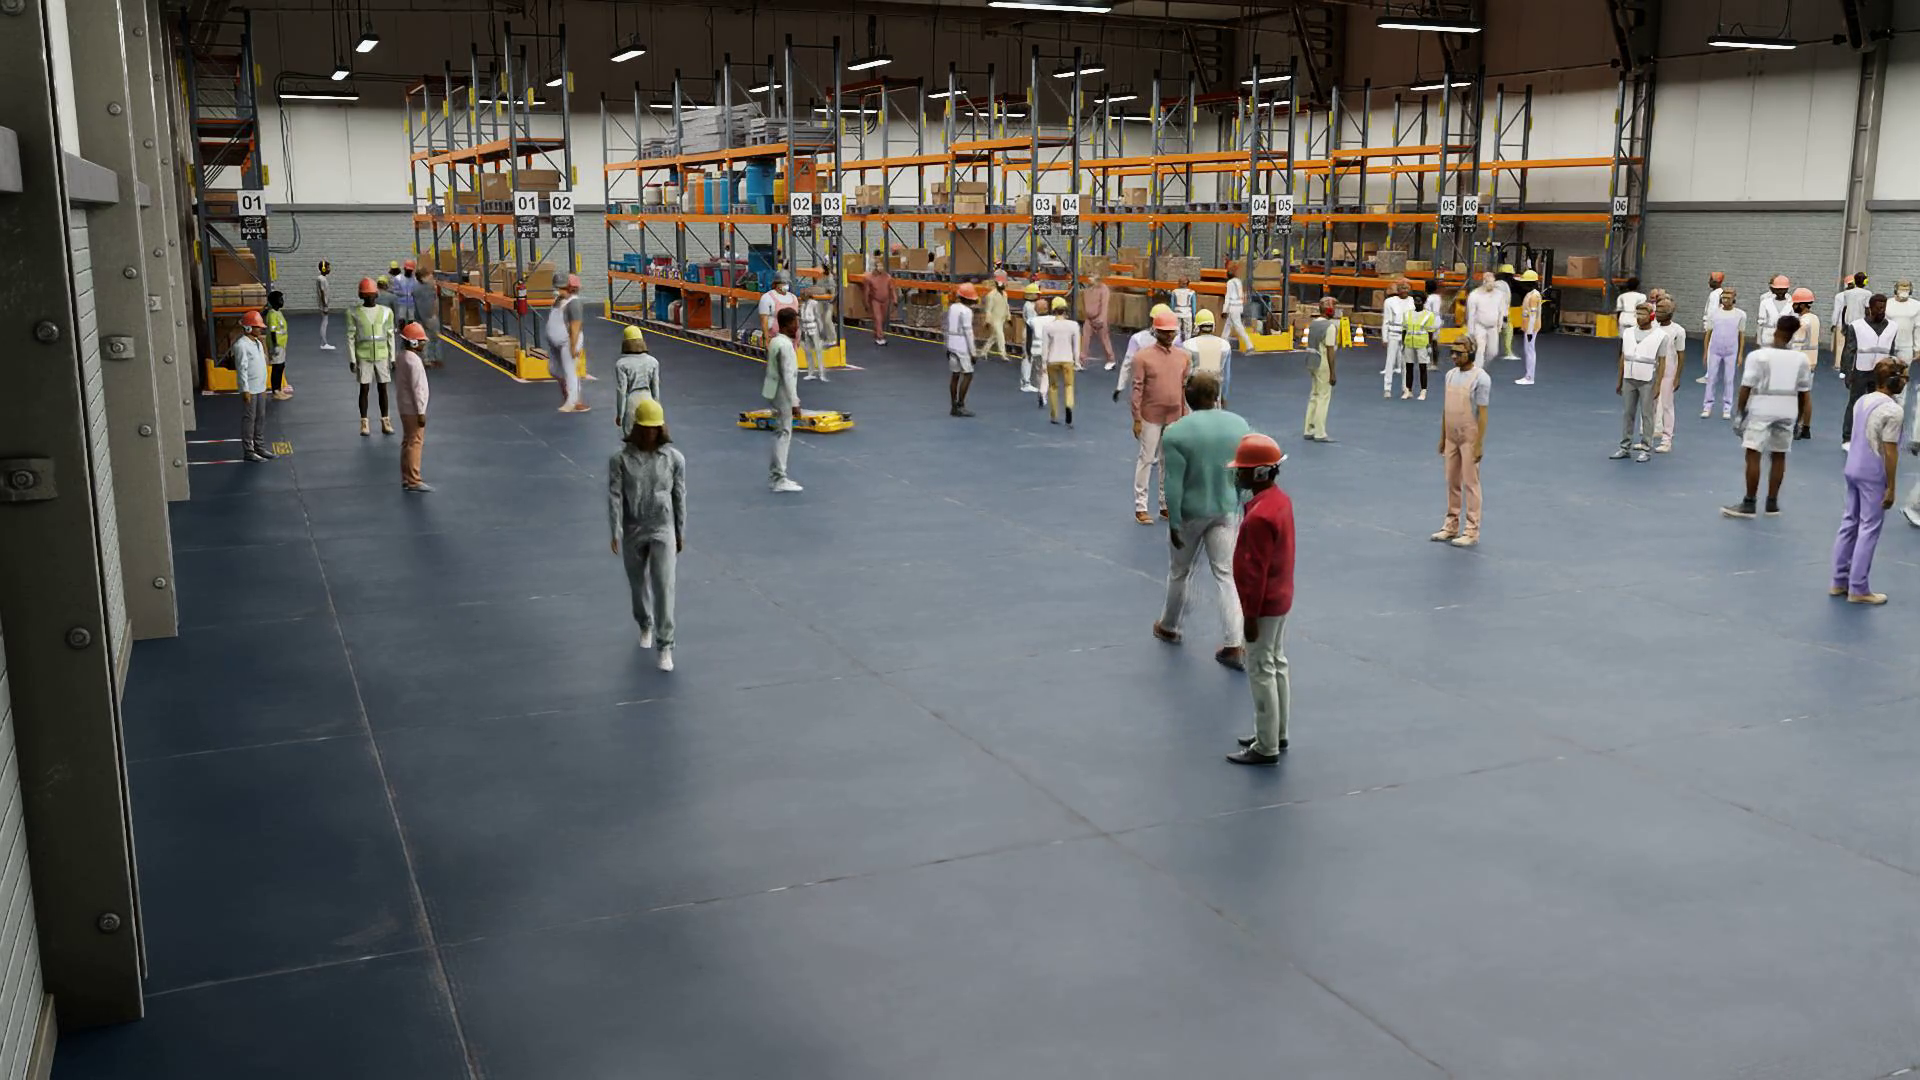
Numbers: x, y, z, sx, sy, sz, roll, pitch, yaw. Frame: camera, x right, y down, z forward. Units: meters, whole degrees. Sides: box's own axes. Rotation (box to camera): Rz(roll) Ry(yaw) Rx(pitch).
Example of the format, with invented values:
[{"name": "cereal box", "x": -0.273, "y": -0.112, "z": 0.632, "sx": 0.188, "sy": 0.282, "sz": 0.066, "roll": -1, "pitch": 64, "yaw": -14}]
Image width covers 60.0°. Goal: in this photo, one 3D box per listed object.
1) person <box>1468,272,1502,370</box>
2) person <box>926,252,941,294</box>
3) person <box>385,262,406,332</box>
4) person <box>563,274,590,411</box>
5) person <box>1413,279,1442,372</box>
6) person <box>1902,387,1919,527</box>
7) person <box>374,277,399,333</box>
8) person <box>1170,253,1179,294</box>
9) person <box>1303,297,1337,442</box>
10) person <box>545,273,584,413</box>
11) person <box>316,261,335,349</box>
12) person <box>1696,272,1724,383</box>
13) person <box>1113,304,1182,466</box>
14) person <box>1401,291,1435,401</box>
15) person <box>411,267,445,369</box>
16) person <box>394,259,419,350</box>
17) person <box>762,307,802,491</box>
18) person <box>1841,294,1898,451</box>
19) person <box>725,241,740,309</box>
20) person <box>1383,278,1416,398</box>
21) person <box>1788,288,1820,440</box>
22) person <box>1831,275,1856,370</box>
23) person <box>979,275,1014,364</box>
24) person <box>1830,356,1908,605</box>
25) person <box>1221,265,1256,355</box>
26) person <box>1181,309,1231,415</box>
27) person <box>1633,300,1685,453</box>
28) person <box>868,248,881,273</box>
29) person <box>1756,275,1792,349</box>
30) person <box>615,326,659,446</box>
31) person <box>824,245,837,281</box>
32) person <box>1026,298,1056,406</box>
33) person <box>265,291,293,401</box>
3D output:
[{"name": "person", "x": 8.792, "y": -3.538, "z": 27.883, "sx": 0.667, "sy": 1.891, "sz": 0.462, "roll": -3, "pitch": 12, "yaw": -15}, {"name": "person", "x": -0.817, "y": -6.748, "z": 44.354, "sx": 0.515, "sy": 1.841, "sz": 0.829, "roll": -3, "pitch": 11, "yaw": -14}, {"name": "person", "x": -13.528, "y": -5.816, "z": 39.952, "sx": 0.510, "sy": 1.690, "sz": 0.900, "roll": -5, "pitch": 12, "yaw": -22}, {"name": "person", "x": -5.659, "y": -2.873, "z": 24.247, "sx": 0.378, "sy": 1.995, "sz": 0.608, "roll": -5, "pitch": 12, "yaw": -23}, {"name": "person", "x": 8.469, "y": -3.905, "z": 30.298, "sx": 0.547, "sy": 1.669, "sz": 0.693, "roll": -9, "pitch": 15, "yaw": -40}, {"name": "person", "x": 8.865, "y": -0.892, "z": 15.100, "sx": 0.541, "sy": 1.621, "sz": 0.379, "roll": -6, "pitch": 13, "yaw": -29}, {"name": "person", "x": -10.635, "y": -3.974, "z": 30.591, "sx": 0.595, "sy": 1.702, "sz": 0.882, "roll": -6, "pitch": 12, "yaw": -27}, {"name": "person", "x": 6.645, "y": -8.026, "z": 51.350, "sx": 0.286, "sy": 1.636, "sz": 0.500, "roll": -3, "pitch": 11, "yaw": -13}, {"name": "person", "x": 4.540, "y": -2.141, "z": 20.948, "sx": 0.394, "sy": 1.835, "sz": 0.567, "roll": -2, "pitch": 11, "yaw": -11}, {"name": "person", "x": -5.733, "y": -2.869, "z": 24.112, "sx": 0.538, "sy": 2.000, "sz": 0.705, "roll": -9, "pitch": 14, "yaw": -39}, {"name": "person", "x": -13.470, "y": -4.972, "z": 35.271, "sx": 0.325, "sy": 1.861, "sz": 0.511, "roll": -4, "pitch": 12, "yaw": -21}, {"name": "person", "x": 12.789, "y": -3.602, "z": 28.239, "sx": 0.355, "sy": 1.883, "sz": 0.575, "roll": 9, "pitch": 14, "yaw": 38}, {"name": "person", "x": 2.101, "y": -1.690, "z": 18.567, "sx": 0.682, "sy": 1.866, "sz": 0.997, "roll": 4, "pitch": 12, "yaw": 21}, {"name": "person", "x": 7.041, "y": -2.987, "z": 25.610, "sx": 0.532, "sy": 1.693, "sz": 0.319, "roll": 9, "pitch": 14, "yaw": 39}, {"name": "person", "x": -9.769, "y": -4.050, "z": 30.520, "sx": 0.536, "sy": 1.889, "sz": 0.714, "roll": 5, "pitch": 12, "yaw": 24}, {"name": "person", "x": -11.552, "y": -4.907, "z": 34.801, "sx": 0.575, "sy": 1.905, "sz": 0.557, "roll": -4, "pitch": 12, "yaw": -21}, {"name": "person", "x": -1.847, "y": -1.452, "z": 17.255, "sx": 0.391, "sy": 1.909, "sz": 0.669, "roll": -3, "pitch": 11, "yaw": -13}, {"name": "person", "x": 10.987, "y": -2.019, "z": 20.127, "sx": 0.588, "sy": 1.910, "sz": 0.375, "roll": 0, "pitch": 11, "yaw": -1}, {"name": "person", "x": -6.912, "y": -7.968, "z": 50.027, "sx": 0.607, "sy": 2.040, "sz": 0.378, "roll": -5, "pitch": 12, "yaw": -25}, {"name": "person", "x": 6.888, "y": -3.144, "z": 25.965, "sx": 0.587, "sy": 1.872, "sz": 0.377, "roll": 0, "pitch": 11, "yaw": 2}, {"name": "person", "x": 10.679, "y": -2.232, "z": 21.173, "sx": 0.544, "sy": 1.930, "sz": 0.388, "roll": -10, "pitch": 15, "yaw": -40}, {"name": "person", "x": 16.289, "y": -3.988, "z": 30.537, "sx": 0.573, "sy": 1.746, "sz": 0.345, "roll": 1, "pitch": 11, "yaw": 4}, {"name": "person", "x": 0.695, "y": -4.260, "z": 32.079, "sx": 0.876, "sy": 1.699, "sz": 0.551, "roll": 7, "pitch": 13, "yaw": 31}, {"name": "person", "x": 6.737, "y": -0.434, "z": 12.277, "sx": 0.356, "sy": 1.838, "sz": 0.500, "roll": -1, "pitch": 11, "yaw": -5}, {"name": "person", "x": 5.606, "y": -4.671, "z": 33.809, "sx": 0.962, "sy": 1.835, "sz": 0.655, "roll": 6, "pitch": 12, "yaw": 27}, {"name": "person", "x": 2.697, "y": -1.634, "z": 18.410, "sx": 0.586, "sy": 1.823, "sz": 0.404, "roll": -3, "pitch": 11, "yaw": -14}, {"name": "person", "x": 8.451, "y": -1.973, "z": 20.059, "sx": 0.328, "sy": 1.842, "sz": 0.514, "roll": -7, "pitch": 13, "yaw": -33}, {"name": "person", "x": -2.478, "y": -7.746, "z": 49.451, "sx": 0.524, "sy": 1.831, "sz": 0.762, "roll": -6, "pitch": 13, "yaw": -28}, {"name": "person", "x": 13.666, "y": -3.527, "z": 27.965, "sx": 0.514, "sy": 1.839, "sz": 0.331, "roll": 10, "pitch": 15, "yaw": 42}, {"name": "person", "x": -3.293, "y": -1.307, "z": 16.955, "sx": 0.485, "sy": 1.736, "sz": 0.309, "roll": -9, "pitch": 14, "yaw": -39}, {"name": "person", "x": -3.882, "y": -8.049, "z": 50.765, "sx": 0.588, "sy": 1.913, "sz": 0.391, "roll": -8, "pitch": 14, "yaw": -35}, {"name": "person", "x": 1.225, "y": -2.778, "z": 24.716, "sx": 0.516, "sy": 1.616, "sz": 0.635, "roll": 4, "pitch": 12, "yaw": 17}, {"name": "person", "x": -10.519, "y": -2.990, "z": 25.624, "sx": 0.320, "sy": 1.691, "sz": 0.539, "roll": -2, "pitch": 11, "yaw": -10}]
